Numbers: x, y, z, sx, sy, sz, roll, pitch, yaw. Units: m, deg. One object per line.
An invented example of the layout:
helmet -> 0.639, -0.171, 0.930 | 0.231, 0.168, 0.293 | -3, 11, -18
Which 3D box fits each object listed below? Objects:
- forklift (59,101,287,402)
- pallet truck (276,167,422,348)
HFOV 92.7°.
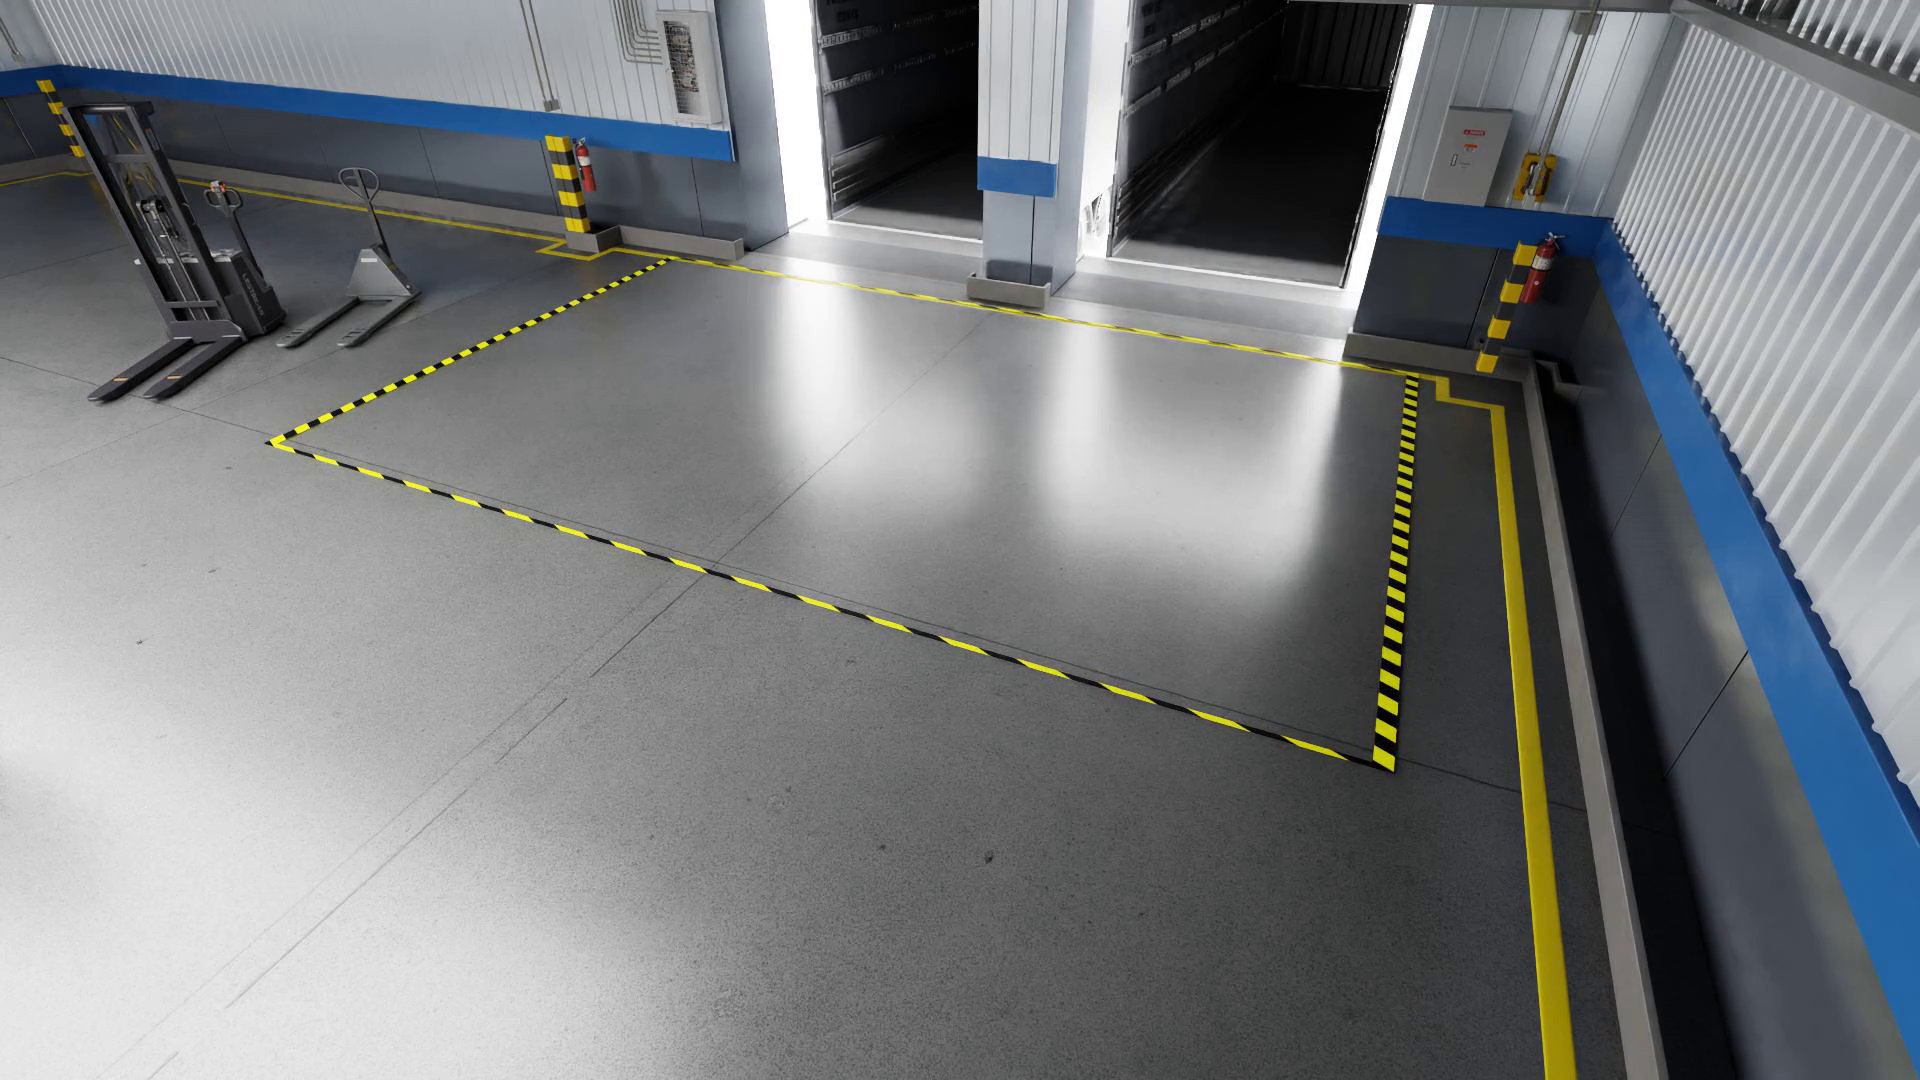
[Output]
forklift -> -6.686, -2.387, 7.434 | 0.823, 1.965, 1.885 | -3, 35, -5
pallet truck -> -5.732, -2.611, 8.414 | 0.680, 1.201, 1.601 | -1, 35, -1
